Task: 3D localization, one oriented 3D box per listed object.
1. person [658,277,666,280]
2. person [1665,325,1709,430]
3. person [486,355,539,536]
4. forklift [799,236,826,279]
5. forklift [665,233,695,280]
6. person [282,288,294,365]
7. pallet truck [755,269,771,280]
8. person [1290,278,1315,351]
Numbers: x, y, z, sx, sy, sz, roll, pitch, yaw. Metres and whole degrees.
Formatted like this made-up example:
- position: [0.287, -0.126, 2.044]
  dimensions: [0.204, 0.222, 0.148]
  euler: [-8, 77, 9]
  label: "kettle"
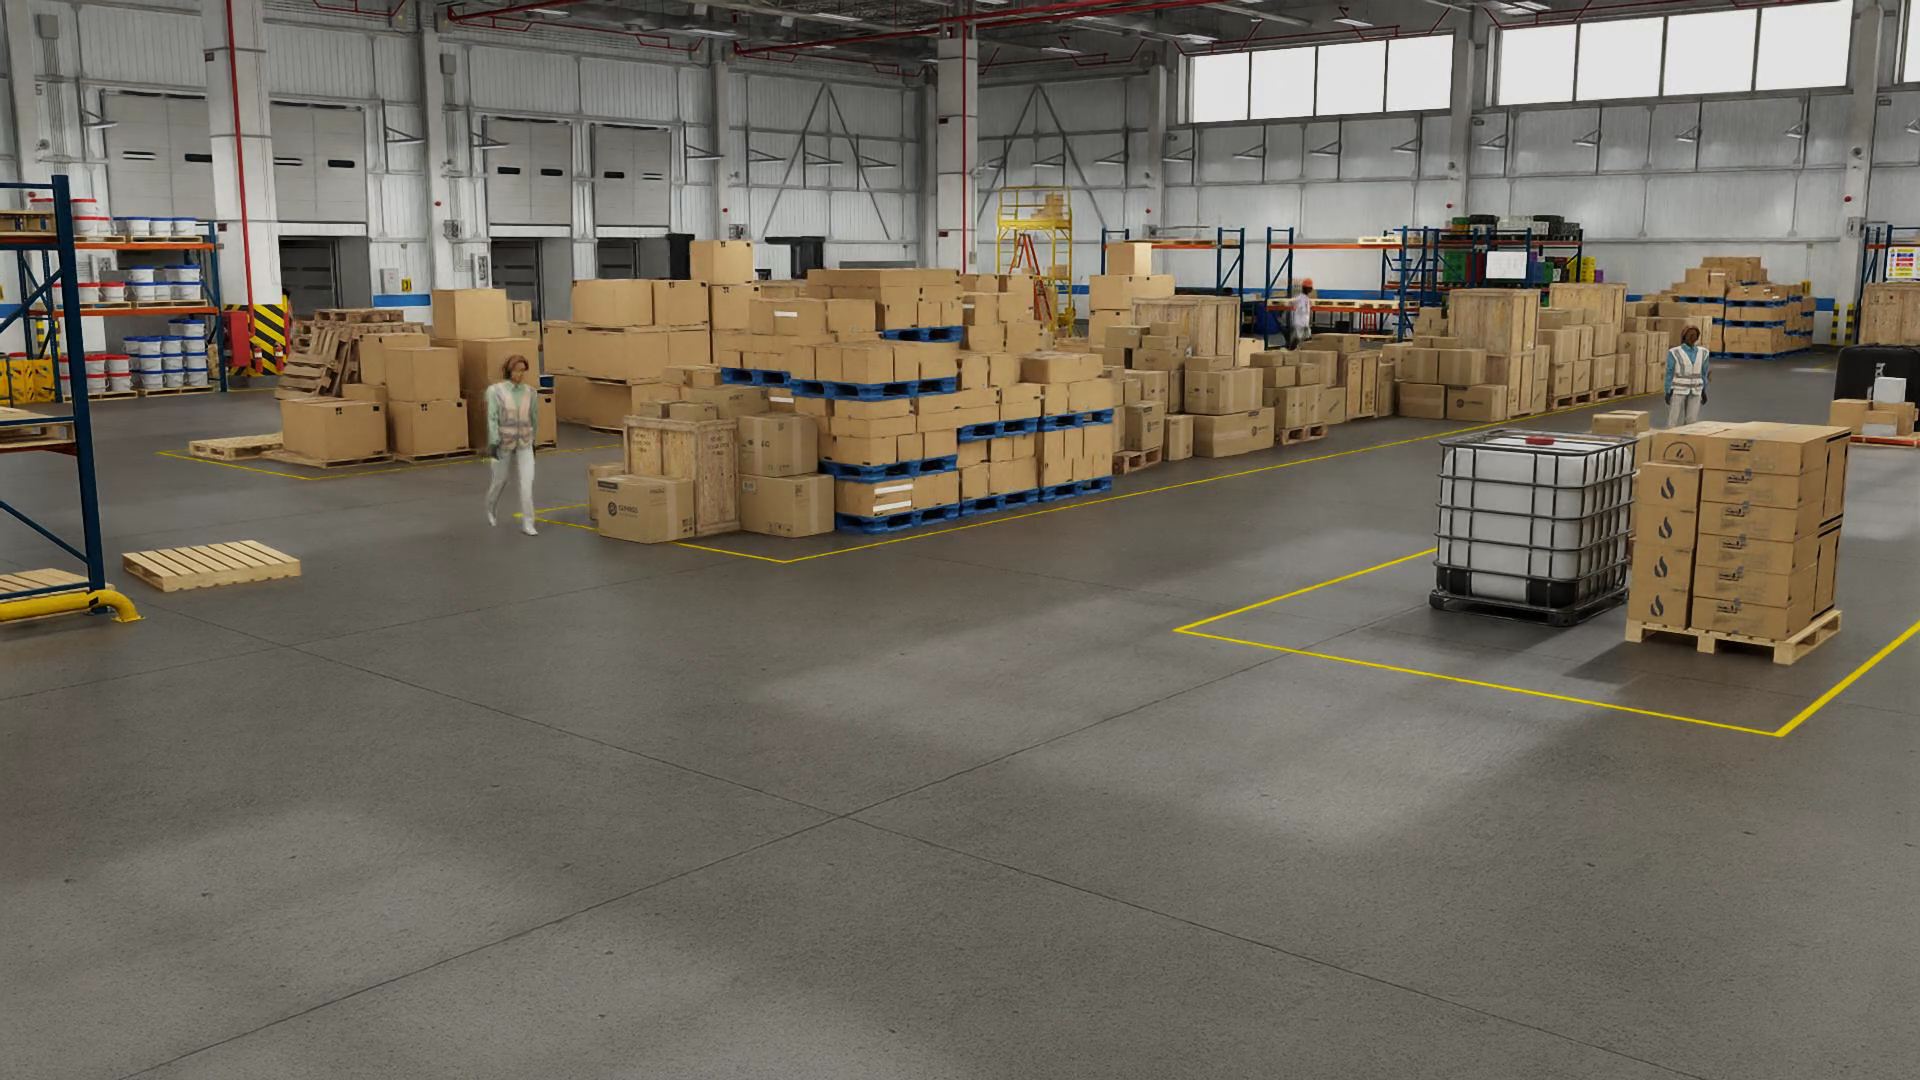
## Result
- position: [-6.412, -4.710, 35.942]
  dimensions: [0.636, 1.927, 0.386]
  euler: [-5, 11, -25]
  label: "person"
- position: [8.646, -1.738, 19.815]
  dimensions: [0.523, 1.639, 0.306]
  euler: [0, 10, -3]
  label: "person"
- position: [-4.045, -0.864, 14.930]
  dimensions: [0.519, 1.609, 0.742]
  euler: [-7, 12, -36]
  label: "person"
- position: [-3.510, -5.873, 39.831]
  dimensions: [1.873, 2.768, 1.129]
  euler: [2, 10, 14]
  label: "forklift"
- position: [-5.428, -4.603, 32.600]
  dimensions: [1.873, 2.768, 1.129]
  euler: [1, 10, 5]
  label: "forklift"
- position: [-14.588, -4.595, 35.955]
  dimensions: [0.378, 1.685, 0.535]
  euler: [-6, 12, -32]
  label: "person"
- position: [-4.996, -6.432, 45.525]
  dimensions: [1.885, 1.965, 0.823]
  euler: [-6, 12, -32]
  label: "pallet truck"
- position: [7.463, -4.638, 35.601]
  dimensions: [0.955, 1.891, 0.581]
  euler: [4, 11, 22]
  label: "person"
